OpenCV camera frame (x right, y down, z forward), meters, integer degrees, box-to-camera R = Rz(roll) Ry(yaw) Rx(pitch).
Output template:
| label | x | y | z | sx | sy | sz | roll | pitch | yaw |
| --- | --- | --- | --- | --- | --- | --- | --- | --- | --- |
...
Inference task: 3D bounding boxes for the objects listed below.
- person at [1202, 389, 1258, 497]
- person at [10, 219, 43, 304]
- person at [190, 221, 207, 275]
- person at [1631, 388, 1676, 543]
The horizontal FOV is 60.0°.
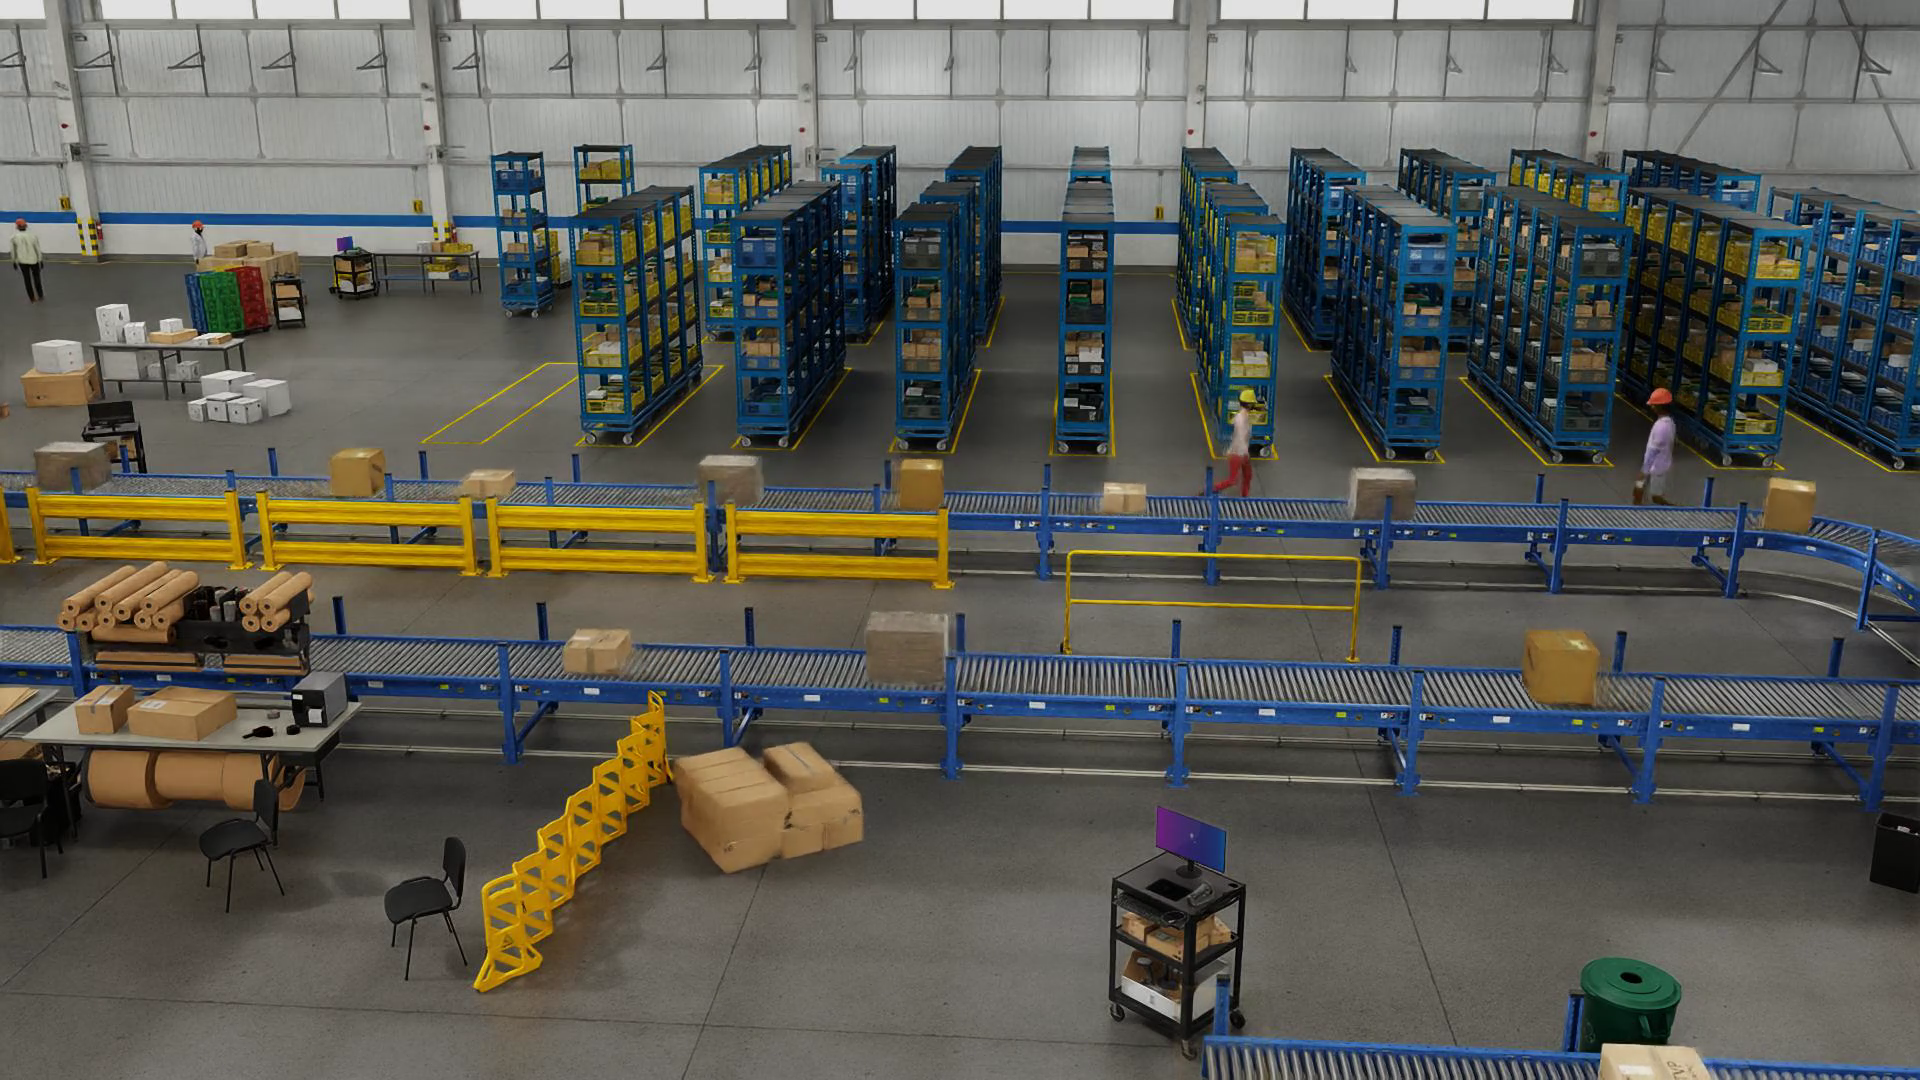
| label | x | y | z | sx | sy | sz | roll | pitch | yaw |
| --- | --- | --- | --- | --- | --- | --- | --- | --- | --- |
| person | 3.708 | -1.195 | 22.518 | 0.705 | 1.742 | 0.528 | 7 | 19 | 20 |
| person | -22.028 | -6.598 | 39.290 | 0.644 | 1.955 | 0.844 | -9 | 20 | -26 |
| person | -18.548 | -6.925 | 40.662 | 0.327 | 1.753 | 0.562 | -1 | 18 | -2 |
| person | 8.964 | -0.956 | 21.310 | 0.855 | 2.017 | 0.613 | 5 | 18 | 16 |
